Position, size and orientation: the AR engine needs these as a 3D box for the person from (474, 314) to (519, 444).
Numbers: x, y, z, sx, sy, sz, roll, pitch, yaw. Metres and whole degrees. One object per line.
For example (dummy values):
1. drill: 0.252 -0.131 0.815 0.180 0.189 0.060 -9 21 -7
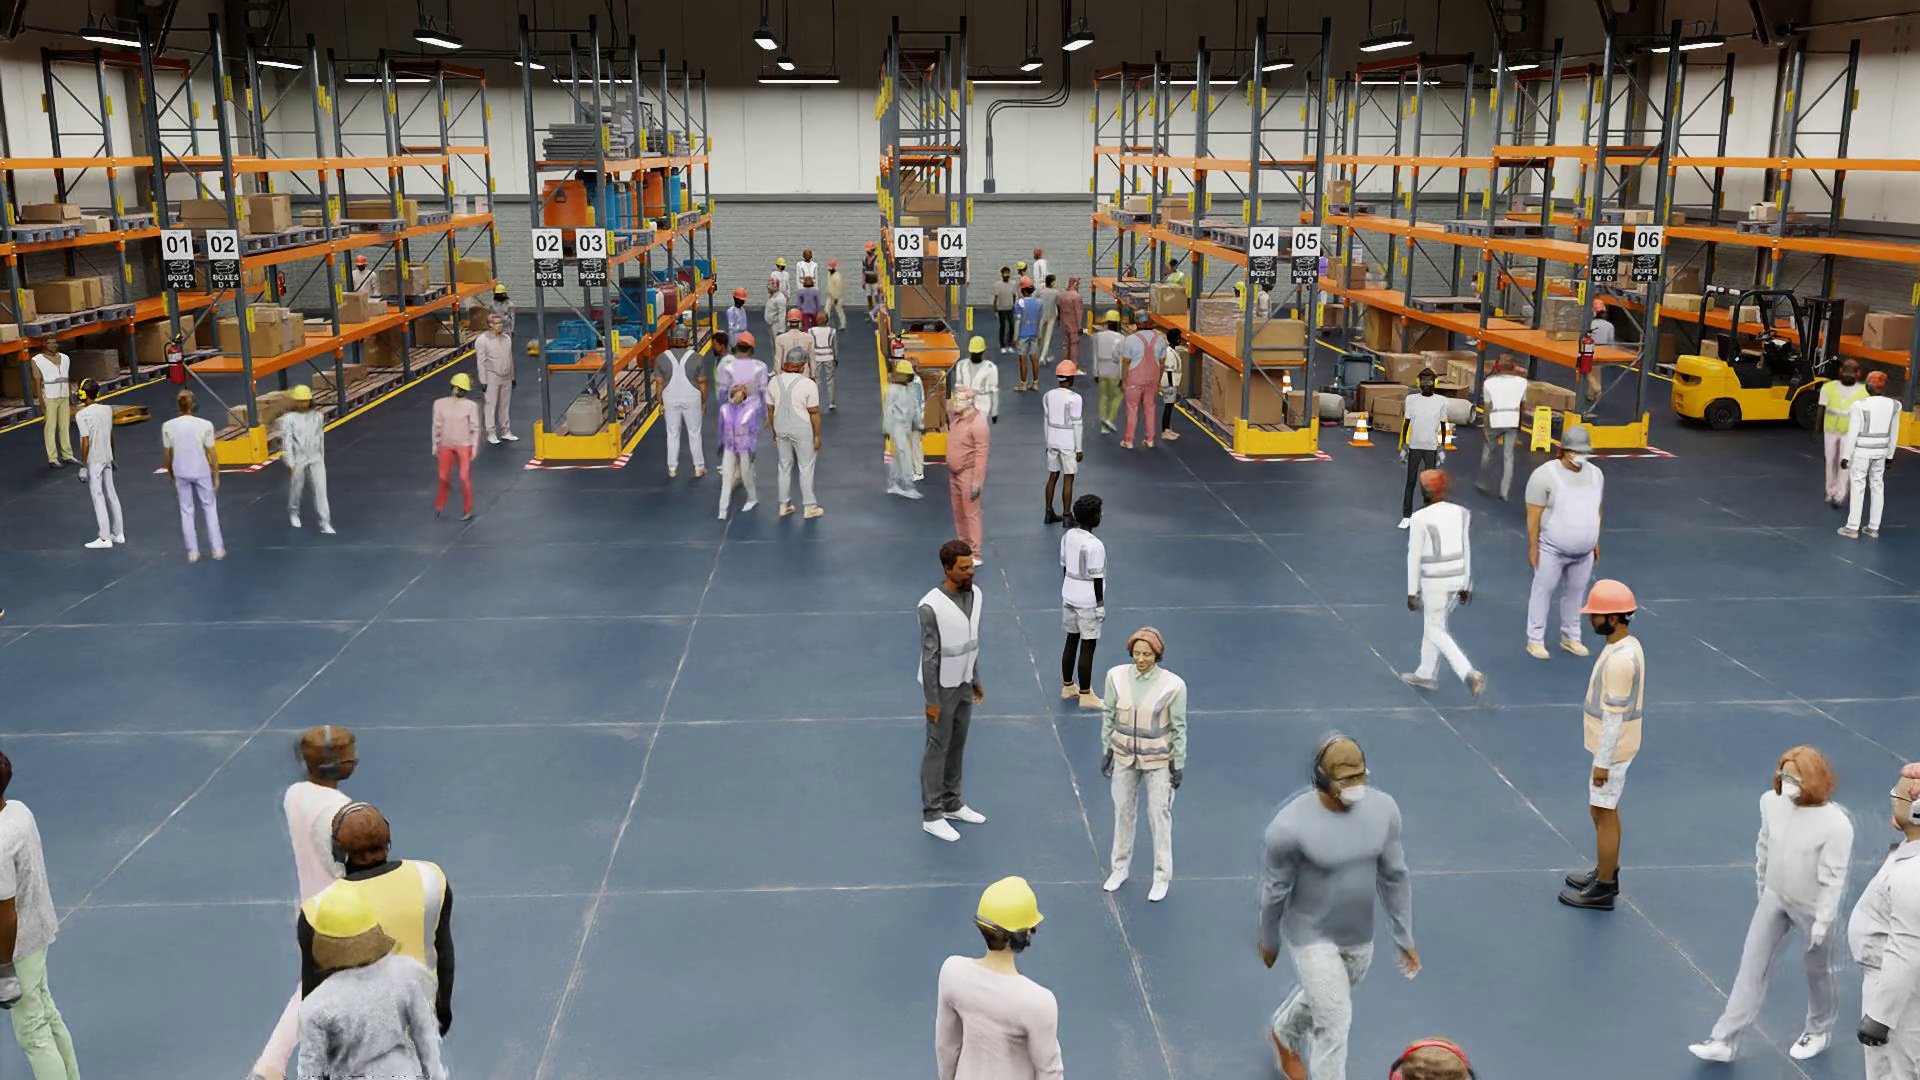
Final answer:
1. person: -6.857 -2.397 24.698 0.409 1.913 0.646 9 16 33

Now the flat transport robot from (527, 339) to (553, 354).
1. flat transport robot: -8.889 -4.150 35.641 0.652 0.197 1.431 -2 13 -9

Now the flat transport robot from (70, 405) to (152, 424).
1. flat transport robot: -13.795 -2.022 26.625 1.431 0.197 0.652 3 14 11

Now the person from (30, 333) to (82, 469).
1. person: -12.408 -1.917 22.805 0.390 1.846 0.565 5 14 19

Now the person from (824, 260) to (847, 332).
1. person: -3.054 -5.776 39.451 0.884 1.699 0.576 -9 16 -33

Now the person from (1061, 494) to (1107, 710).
1. person: 0.977 0.475 12.993 0.316 1.695 0.540 -6 15 -25

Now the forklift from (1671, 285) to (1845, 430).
1. forklift: 12.503 -2.886 26.166 2.313 2.155 1.214 -1 13 -3

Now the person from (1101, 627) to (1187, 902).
1. person: 1.070 1.291 9.685 0.517 1.633 0.312 7 15 28

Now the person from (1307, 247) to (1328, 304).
1. person: 9.100 -6.500 42.227 0.627 1.846 0.429 0 13 -1

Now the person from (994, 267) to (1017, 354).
1. person: 0.994 -4.869 35.318 0.556 1.843 0.727 -3 14 -12

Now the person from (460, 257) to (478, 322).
1. person: -11.840 -5.976 40.209 0.693 1.741 0.533 7 15 27

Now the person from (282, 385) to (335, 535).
1. person: -7.488 -0.939 18.977 0.497 1.700 0.888 -13 18 -43

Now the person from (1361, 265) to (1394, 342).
1. person: 9.378 -5.230 37.002 0.918 1.778 0.655 3 14 11

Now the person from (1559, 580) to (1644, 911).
1. person: 3.699 1.170 9.561 0.393 1.927 0.550 6 14 23

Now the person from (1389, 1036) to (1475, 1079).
1. person: 1.358 2.301 4.965 0.559 1.836 0.392 3 14 14

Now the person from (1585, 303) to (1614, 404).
1. person: 10.848 -3.163 28.339 0.602 1.725 0.604 -2 13 -8

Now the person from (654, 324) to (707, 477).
1. person: -3.695 -1.860 22.146 0.684 2.000 0.535 -1 13 -2

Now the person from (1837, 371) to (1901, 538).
1. person: 10.193 -0.957 18.653 0.586 1.883 0.340 -1 13 -4

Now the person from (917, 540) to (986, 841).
1. person: -0.058 0.927 10.600 0.399 1.920 0.590 9 16 32

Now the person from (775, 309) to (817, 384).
1. person: -2.436 -2.422 24.626 0.623 1.992 0.392 -4 14 -15

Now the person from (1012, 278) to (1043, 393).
1. person: 1.194 -3.667 29.795 0.615 2.042 0.372 -8 16 -32

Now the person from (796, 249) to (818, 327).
1. person: -3.740 -6.184 40.804 0.572 1.883 0.355 -8 15 -30

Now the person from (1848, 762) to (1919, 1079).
1. person: 3.845 1.827 6.817 0.410 1.908 0.643 12 18 41

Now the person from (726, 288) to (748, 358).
1. person: -3.862 -3.448 29.118 0.381 1.927 0.542 4 14 17

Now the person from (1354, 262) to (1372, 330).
1. person: 9.676 -5.868 39.996 0.507 1.632 0.285 -10 16 -35

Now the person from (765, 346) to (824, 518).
1. person: -1.918 -1.294 19.749 0.688 2.000 0.536 6 15 25

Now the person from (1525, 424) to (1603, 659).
1. person: 5.191 0.012 14.215 0.689 2.000 0.537 -3 14 -12

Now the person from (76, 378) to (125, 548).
1. person: -9.452 -0.843 18.208 0.321 1.871 0.532 3 14 11

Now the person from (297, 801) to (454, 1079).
1. person: -2.303 1.913 6.595 0.429 1.839 0.634 12 18 42

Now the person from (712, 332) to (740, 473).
1. person: -3.126 -1.852 22.409 0.374 1.909 0.592 -5 14 -21

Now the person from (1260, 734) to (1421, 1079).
1. person: 1.594 1.712 7.342 0.625 1.904 0.994 -6 14 -23

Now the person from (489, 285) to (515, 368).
1. person: -8.800 -4.034 31.993 0.486 1.744 0.294 -1 13 -2

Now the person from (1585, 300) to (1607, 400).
1. person: 10.978 -3.279 28.774 0.330 1.750 0.572 2 14 10

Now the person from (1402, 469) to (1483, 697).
1. person: 3.866 0.367 13.167 0.588 1.847 0.815 -7 15 -29
